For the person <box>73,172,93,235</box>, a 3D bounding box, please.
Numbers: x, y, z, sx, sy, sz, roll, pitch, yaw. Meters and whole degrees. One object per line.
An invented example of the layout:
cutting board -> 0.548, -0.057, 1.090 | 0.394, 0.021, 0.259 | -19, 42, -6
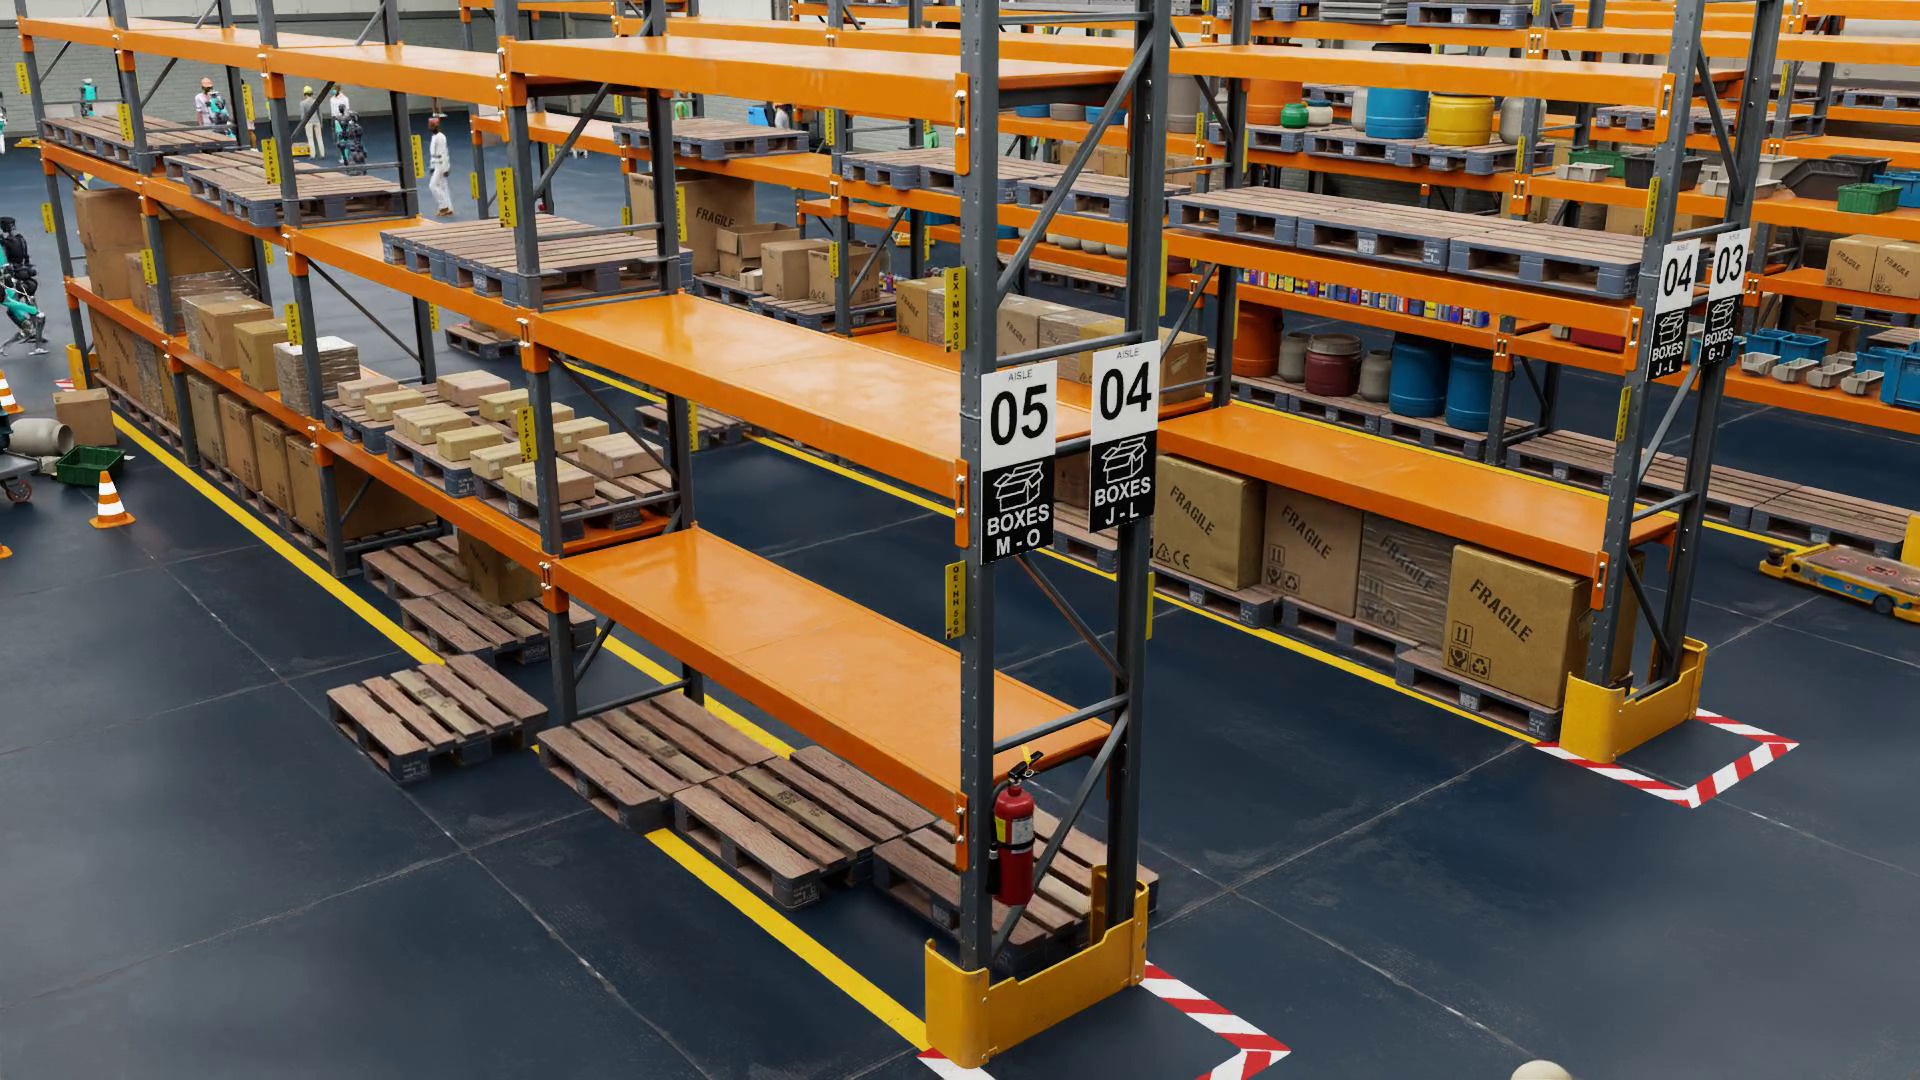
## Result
person -> -15.746, -6.424, 29.794 | 0.398, 1.886, 0.508 | -7, 20, -18

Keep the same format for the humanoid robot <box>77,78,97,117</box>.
humanoid robot -> -22.895, -11.148, 43.454 | 0.826, 1.787, 0.614 | 5, 20, 13

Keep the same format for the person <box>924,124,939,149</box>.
person -> -0.595, -7.545, 33.213 | 0.478, 1.732, 0.317 | 15, 24, 36

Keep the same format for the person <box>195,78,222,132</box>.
person -> -17.749, -9.914, 39.479 | 0.613, 2.042, 0.370 | -17, 25, -39

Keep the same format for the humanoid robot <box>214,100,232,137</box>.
humanoid robot -> -16.998, -9.290, 38.320 | 0.752, 1.637, 0.600 | 1, 19, 4

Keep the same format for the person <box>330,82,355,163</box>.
person -> -14.904, -10.071, 40.128 | 0.499, 1.904, 0.511 | 4, 20, 11

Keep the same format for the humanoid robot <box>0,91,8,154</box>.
humanoid robot -> -24.207, -10.477, 41.713 | 0.545, 1.887, 0.754 | -14, 24, -35

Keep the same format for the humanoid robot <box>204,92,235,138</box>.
humanoid robot -> -17.287, -9.669, 39.232 | 0.801, 1.749, 0.530 | 8, 21, 20

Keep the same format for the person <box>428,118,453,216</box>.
person -> -9.991, -7.104, 31.747 | 0.519, 1.871, 0.574 | -8, 21, -23

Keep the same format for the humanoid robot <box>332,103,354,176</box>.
humanoid robot -> -13.919, -9.061, 37.667 | 0.584, 1.622, 0.785 | -4, 20, -12

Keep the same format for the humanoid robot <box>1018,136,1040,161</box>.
humanoid robot -> 1.232, -7.500, 33.229 | 0.818, 1.876, 0.533 | -5, 20, -13

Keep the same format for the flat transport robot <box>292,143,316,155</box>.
flat transport robot -> -16.746, -9.876, 42.043 | 0.659, 0.231, 1.431 | -10, 22, -27

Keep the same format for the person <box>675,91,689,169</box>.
person -> -6.374, -9.435, 38.218 | 0.403, 1.977, 0.483 | -1, 19, -2

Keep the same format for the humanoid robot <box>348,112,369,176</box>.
humanoid robot -> -12.885, -8.287, 35.426 | 0.573, 1.641, 0.589 | -3, 20, -9

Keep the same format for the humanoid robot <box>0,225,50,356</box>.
humanoid robot -> -11.561, -3.030, 20.364 | 1.021, 1.743, 0.544 | 0, 19, 1

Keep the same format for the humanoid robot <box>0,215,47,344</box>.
humanoid robot -> -12.042, -3.337, 21.308 | 0.353, 1.643, 0.609 | 0, 19, 1

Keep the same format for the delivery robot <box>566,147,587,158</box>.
delivery robot -> -9.568, -9.810, 41.397 | 0.499, 0.577, 0.769 | -12, 23, -31

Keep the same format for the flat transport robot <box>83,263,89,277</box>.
flat transport robot -> -12.238, -3.822, 24.812 | 0.659, 0.231, 1.431 | 16, 25, 38

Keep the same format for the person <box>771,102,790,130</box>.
person -> -3.806, -8.747, 36.463 | 0.692, 1.858, 0.580 | 2, 19, 5

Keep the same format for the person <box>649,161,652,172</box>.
person -> -5.085, -5.902, 28.247 | 0.369, 1.927, 0.714 | -1, 19, -3

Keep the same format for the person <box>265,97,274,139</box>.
person -> -18.539, -11.611, 44.825 | 0.318, 1.696, 0.534 | -9, 21, -24

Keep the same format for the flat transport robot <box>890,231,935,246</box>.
flat transport robot -> -0.869, -5.378, 29.240 | 0.659, 0.231, 1.431 | -3, 20, -9

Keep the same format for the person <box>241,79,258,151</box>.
person -> -18.076, -10.734, 42.115 | 0.795, 1.843, 0.414 | 13, 23, 32

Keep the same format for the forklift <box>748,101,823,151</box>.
forklift -> -4.526, -11.368, 42.374 | 1.129, 2.768, 1.873 | -15, 24, -37

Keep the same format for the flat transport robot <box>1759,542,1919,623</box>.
flat transport robot -> 7.118, 0.317, 13.033 | 0.659, 0.231, 1.431 | -11, 22, -29

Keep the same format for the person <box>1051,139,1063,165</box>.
person -> 1.753, -6.881, 31.293 | 0.417, 1.752, 0.556 | -11, 22, -29

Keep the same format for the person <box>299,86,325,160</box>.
person -> -15.864, -10.198, 40.701 | 0.532, 1.766, 0.323 | -17, 26, -40

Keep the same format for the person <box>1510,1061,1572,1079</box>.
person -> 1.626, 2.344, 4.961 | 0.395, 1.797, 0.585 | -11, 22, -29

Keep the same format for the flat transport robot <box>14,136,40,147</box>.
flat transport robot -> -24.147, -10.527, 43.897 | 0.659, 0.231, 1.431 | 5, 20, 14

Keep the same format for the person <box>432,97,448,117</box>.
person -> -16.272, -14.090, 51.614 | 0.510, 1.874, 0.382 | 14, 23, 34

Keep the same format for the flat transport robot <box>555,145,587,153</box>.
flat transport robot -> -9.657, -10.091, 42.656 | 0.659, 0.231, 1.431 | 11, 22, 28
